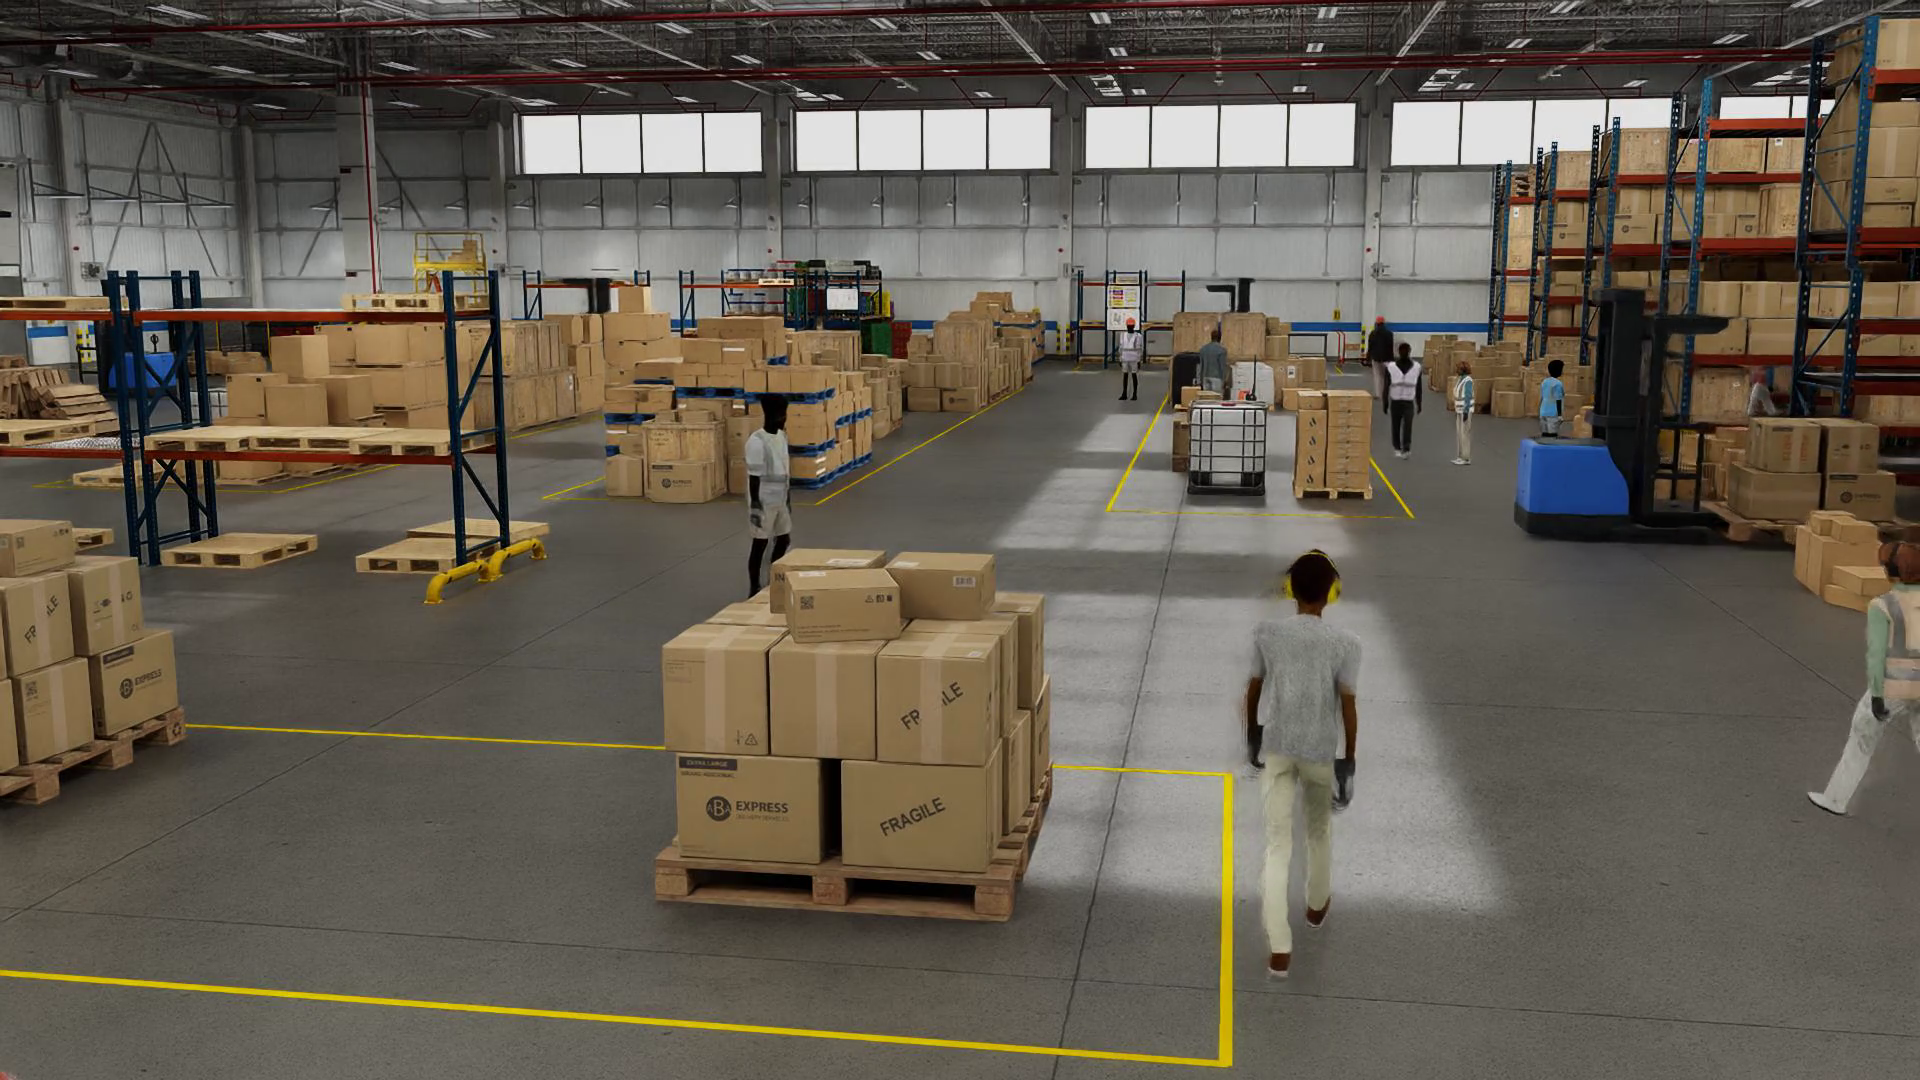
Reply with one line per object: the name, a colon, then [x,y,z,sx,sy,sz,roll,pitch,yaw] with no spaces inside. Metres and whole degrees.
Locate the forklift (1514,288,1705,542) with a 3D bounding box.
forklift: [7.396,-1.450,18.859,1.873,2.768,1.129,1,9,9]

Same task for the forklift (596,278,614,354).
forklift: [-9.692,-5.768,45.485,1.873,2.768,1.129,-1,9,-6]

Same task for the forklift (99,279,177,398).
forklift: [-19.606,-4.720,39.027,1.873,2.768,1.129,1,9,9]

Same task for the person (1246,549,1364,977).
person: [1.510,0.945,7.367,0.509,1.821,0.966,2,10,15]

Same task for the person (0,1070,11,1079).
person: [-1.399,1.684,2.446,0.466,1.927,0.539,6,11,31]

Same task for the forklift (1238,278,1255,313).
forklift: [7.771,-5.765,45.470,1.873,2.768,1.129,1,9,9]

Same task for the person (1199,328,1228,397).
person: [4.857,-3.086,31.888,0.633,1.933,0.368,9,13,43]

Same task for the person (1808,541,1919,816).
person: [5.074,0.800,8.954,0.524,1.593,0.875,-2,9,-14]

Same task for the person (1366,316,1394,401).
person: [9.800,-4.246,38.866,0.638,1.977,0.448,-1,9,-3]

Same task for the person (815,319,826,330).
person: [-3.237,-4.171,38.590,0.641,1.917,0.688,2,9,9]

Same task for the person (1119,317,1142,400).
person: [3.971,-4.232,38.911,0.552,1.937,0.356,5,10,26]

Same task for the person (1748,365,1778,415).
person: [15.366,-3.018,31.901,0.982,1.796,0.627,1,9,8]

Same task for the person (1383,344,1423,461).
person: [7.124,-2.222,26.762,0.624,1.874,1.010,2,9,10]

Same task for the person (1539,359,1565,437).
person: [8.971,-1.887,25.204,0.319,1.693,0.532,-1,9,-9]

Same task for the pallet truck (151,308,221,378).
pallet truck: [-21.869,-5.598,47.154,0.823,1.965,1.885,4,10,26]

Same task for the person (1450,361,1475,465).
person: [7.877,-1.989,26.029,0.320,1.631,0.522,0,9,-1]

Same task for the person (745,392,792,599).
person: [-1.702,-0.357,14.980,0.388,1.956,0.618,4,10,25]

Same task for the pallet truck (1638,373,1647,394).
pallet truck: [11.253,-2.573,28.499,0.823,1.965,1.885,5,10,27]
